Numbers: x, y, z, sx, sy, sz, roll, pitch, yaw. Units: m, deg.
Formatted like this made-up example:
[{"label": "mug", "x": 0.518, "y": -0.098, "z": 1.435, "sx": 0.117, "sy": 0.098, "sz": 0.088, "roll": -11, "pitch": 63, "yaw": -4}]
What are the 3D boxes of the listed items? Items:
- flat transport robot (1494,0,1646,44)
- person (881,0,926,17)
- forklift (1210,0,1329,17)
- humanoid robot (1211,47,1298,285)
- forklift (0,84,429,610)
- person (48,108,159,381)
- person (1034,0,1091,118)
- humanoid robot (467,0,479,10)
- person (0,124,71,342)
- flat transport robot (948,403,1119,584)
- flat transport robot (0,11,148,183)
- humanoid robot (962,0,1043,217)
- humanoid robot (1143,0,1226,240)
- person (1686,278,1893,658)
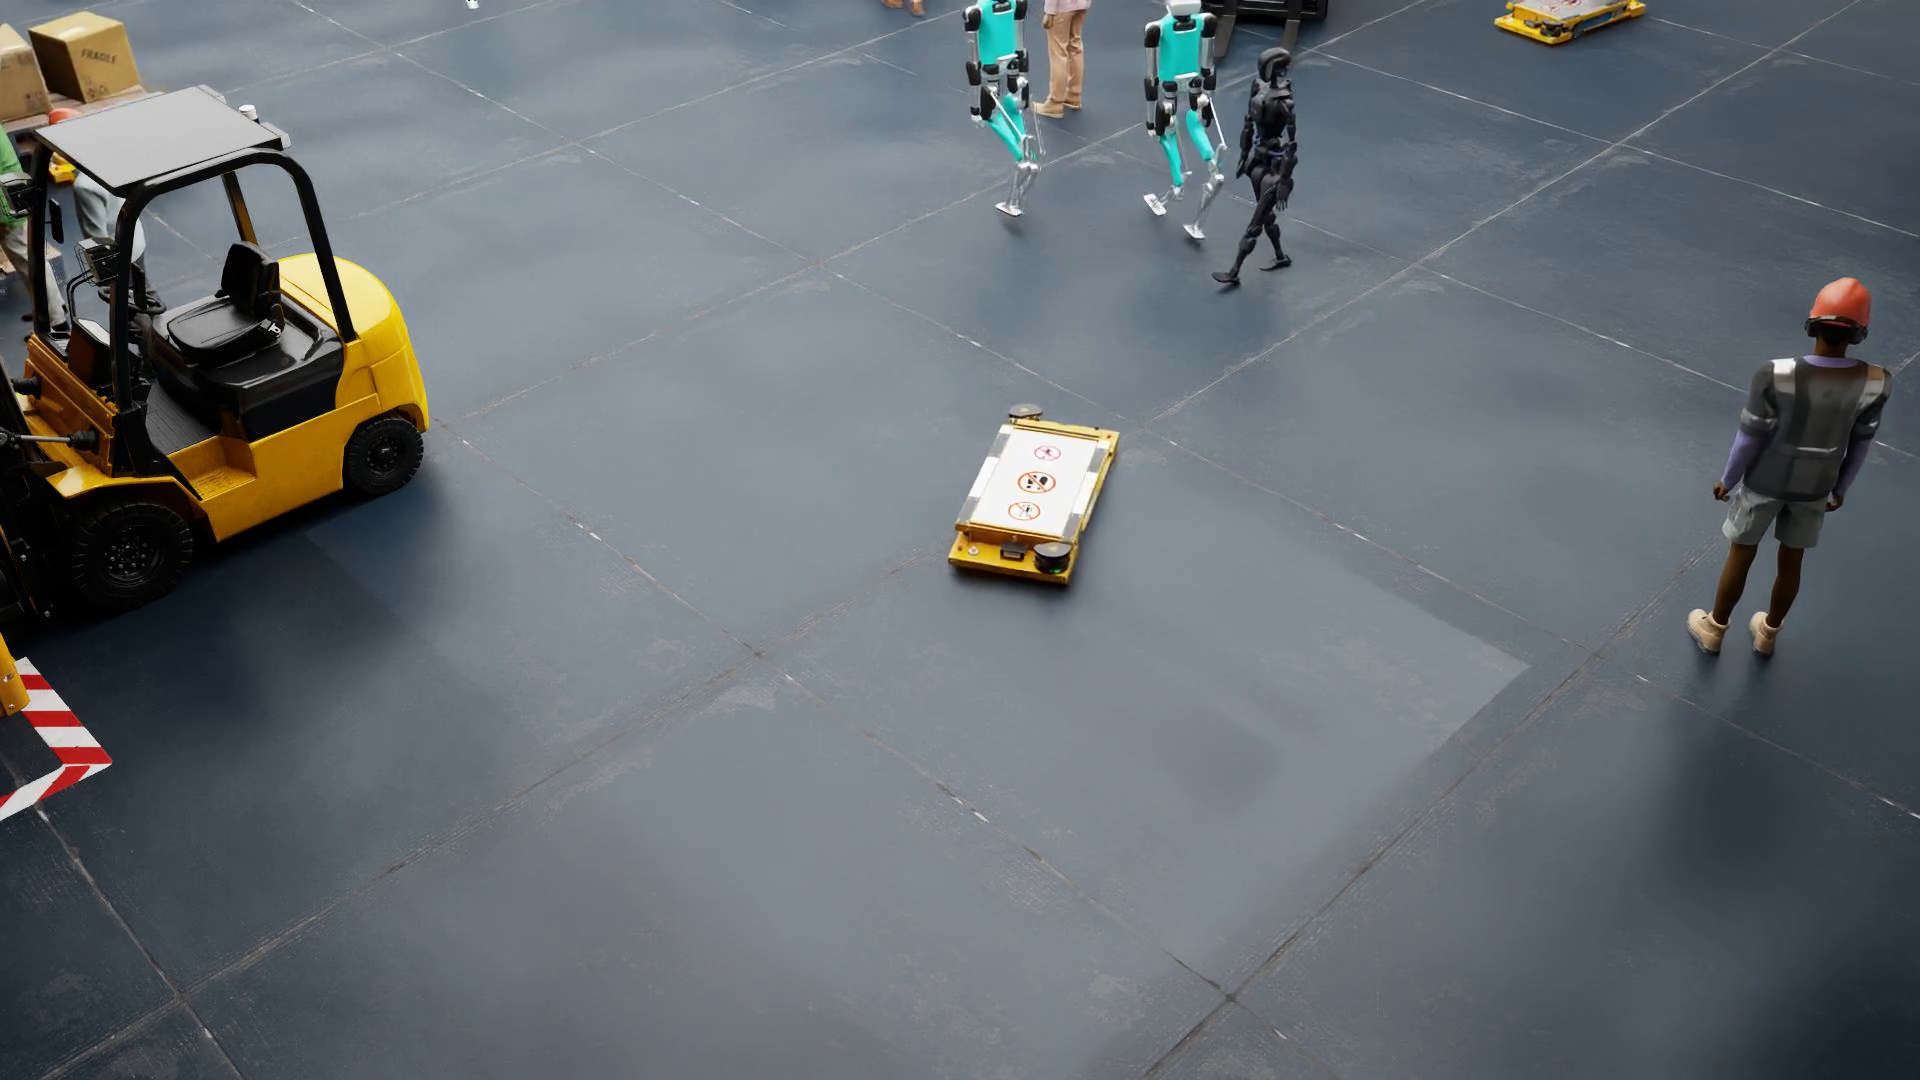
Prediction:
[{"label": "flat transport robot", "x": 5.762, "y": -4.985, "z": 15.670, "sx": 1.431, "sy": 0.231, "sz": 0.659, "roll": -25, "pitch": 43, "yaw": -29}, {"label": "person", "x": -0.605, "y": -5.817, "z": 15.428, "sx": 0.657, "sy": 1.891, "sz": 0.813, "roll": -17, "pitch": 40, "yaw": -22}, {"label": "forklift", "x": 3.106, "y": -6.400, "z": 15.960, "sx": 1.214, "sy": 2.155, "sz": 2.313, "roll": 8, "pitch": 37, "yaw": 10}, {"label": "humanoid robot", "x": 2.029, "y": -2.516, "z": 11.207, "sx": 0.738, "sy": 1.630, "sz": 0.616, "roll": -15, "pitch": 39, "yaw": -19}, {"label": "forklift", "x": -4.145, "y": -1.093, "z": 8.856, "sx": 2.313, "sy": 2.155, "sz": 1.214, "roll": -31, "pitch": 47, "yaw": -34}, {"label": "person", "x": -5.178, "y": -1.791, "z": 10.192, "sx": 0.331, "sy": 1.708, "sz": 0.572, "roll": -4, "pitch": 37, "yaw": -6}, {"label": "person", "x": 0.880, "y": -4.339, "z": 13.550, "sx": 0.417, "sy": 1.774, "sz": 0.536, "roll": 24, "pitch": 43, "yaw": 28}, {"label": "humanoid robot", "x": -4.859, "y": -6.033, "z": 15.860, "sx": 0.554, "sy": 1.773, "sz": 0.959, "roll": -11, "pitch": 38, "yaw": -14}, {"label": "person", "x": -6.117, "y": -2.138, "z": 10.600, "sx": 0.386, "sy": 1.777, "sz": 0.544, "roll": -17, "pitch": 40, "yaw": -21}, {"label": "flat transport robot", "x": 0.441, "y": -0.282, "z": 9.374, "sx": 0.659, "sy": 0.231, "sz": 1.431, "roll": 10, "pitch": 38, "yaw": 13}, {"label": "flat transport robot", "x": -7.156, "y": -3.254, "z": 13.352, "sx": 0.659, "sy": 0.231, "sz": 1.431, "roll": -26, "pitch": 44, "yaw": -30}, {"label": "humanoid robot", "x": 0.407, "y": -3.061, "z": 11.886, "sx": 0.542, "sy": 1.799, "sz": 0.796, "roll": -25, "pitch": 44, "yaw": -30}, {"label": "humanoid robot", "x": 1.596, "y": -2.920, "z": 11.695, "sx": 0.566, "sy": 1.754, "sz": 0.951, "roll": -11, "pitch": 38, "yaw": -14}, {"label": "person", "x": 3.934, "y": -0.304, "z": 7.931, "sx": 0.604, "sy": 2.035, "sz": 0.389, "roll": 5, "pitch": 37, "yaw": 7}]
